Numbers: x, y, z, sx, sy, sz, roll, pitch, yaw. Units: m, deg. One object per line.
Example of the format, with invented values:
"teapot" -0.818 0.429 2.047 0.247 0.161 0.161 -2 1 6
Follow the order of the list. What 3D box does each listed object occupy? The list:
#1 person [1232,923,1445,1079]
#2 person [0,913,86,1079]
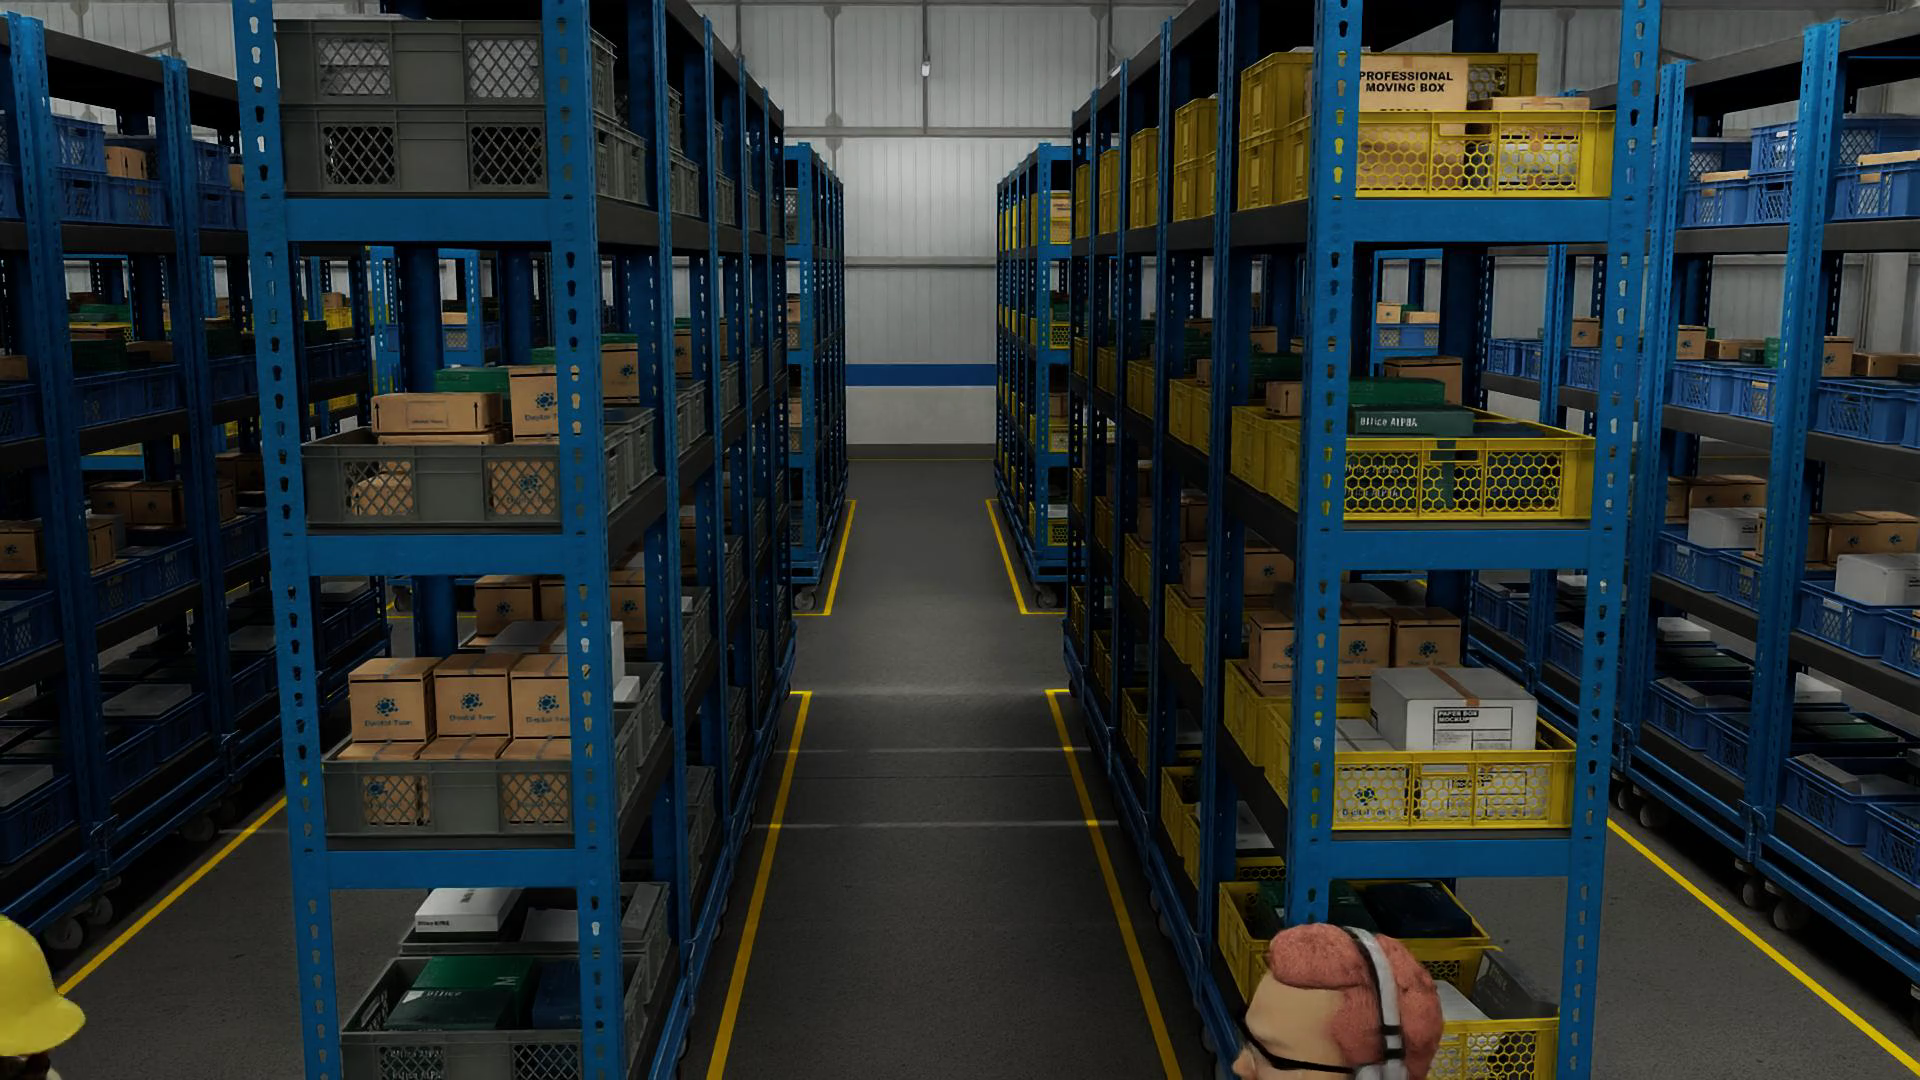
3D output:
"person" 0.438 1.398 2.113 0.409 1.913 0.649 1 9 4
"person" -1.382 1.405 2.455 0.940 1.777 0.621 0 9 2
